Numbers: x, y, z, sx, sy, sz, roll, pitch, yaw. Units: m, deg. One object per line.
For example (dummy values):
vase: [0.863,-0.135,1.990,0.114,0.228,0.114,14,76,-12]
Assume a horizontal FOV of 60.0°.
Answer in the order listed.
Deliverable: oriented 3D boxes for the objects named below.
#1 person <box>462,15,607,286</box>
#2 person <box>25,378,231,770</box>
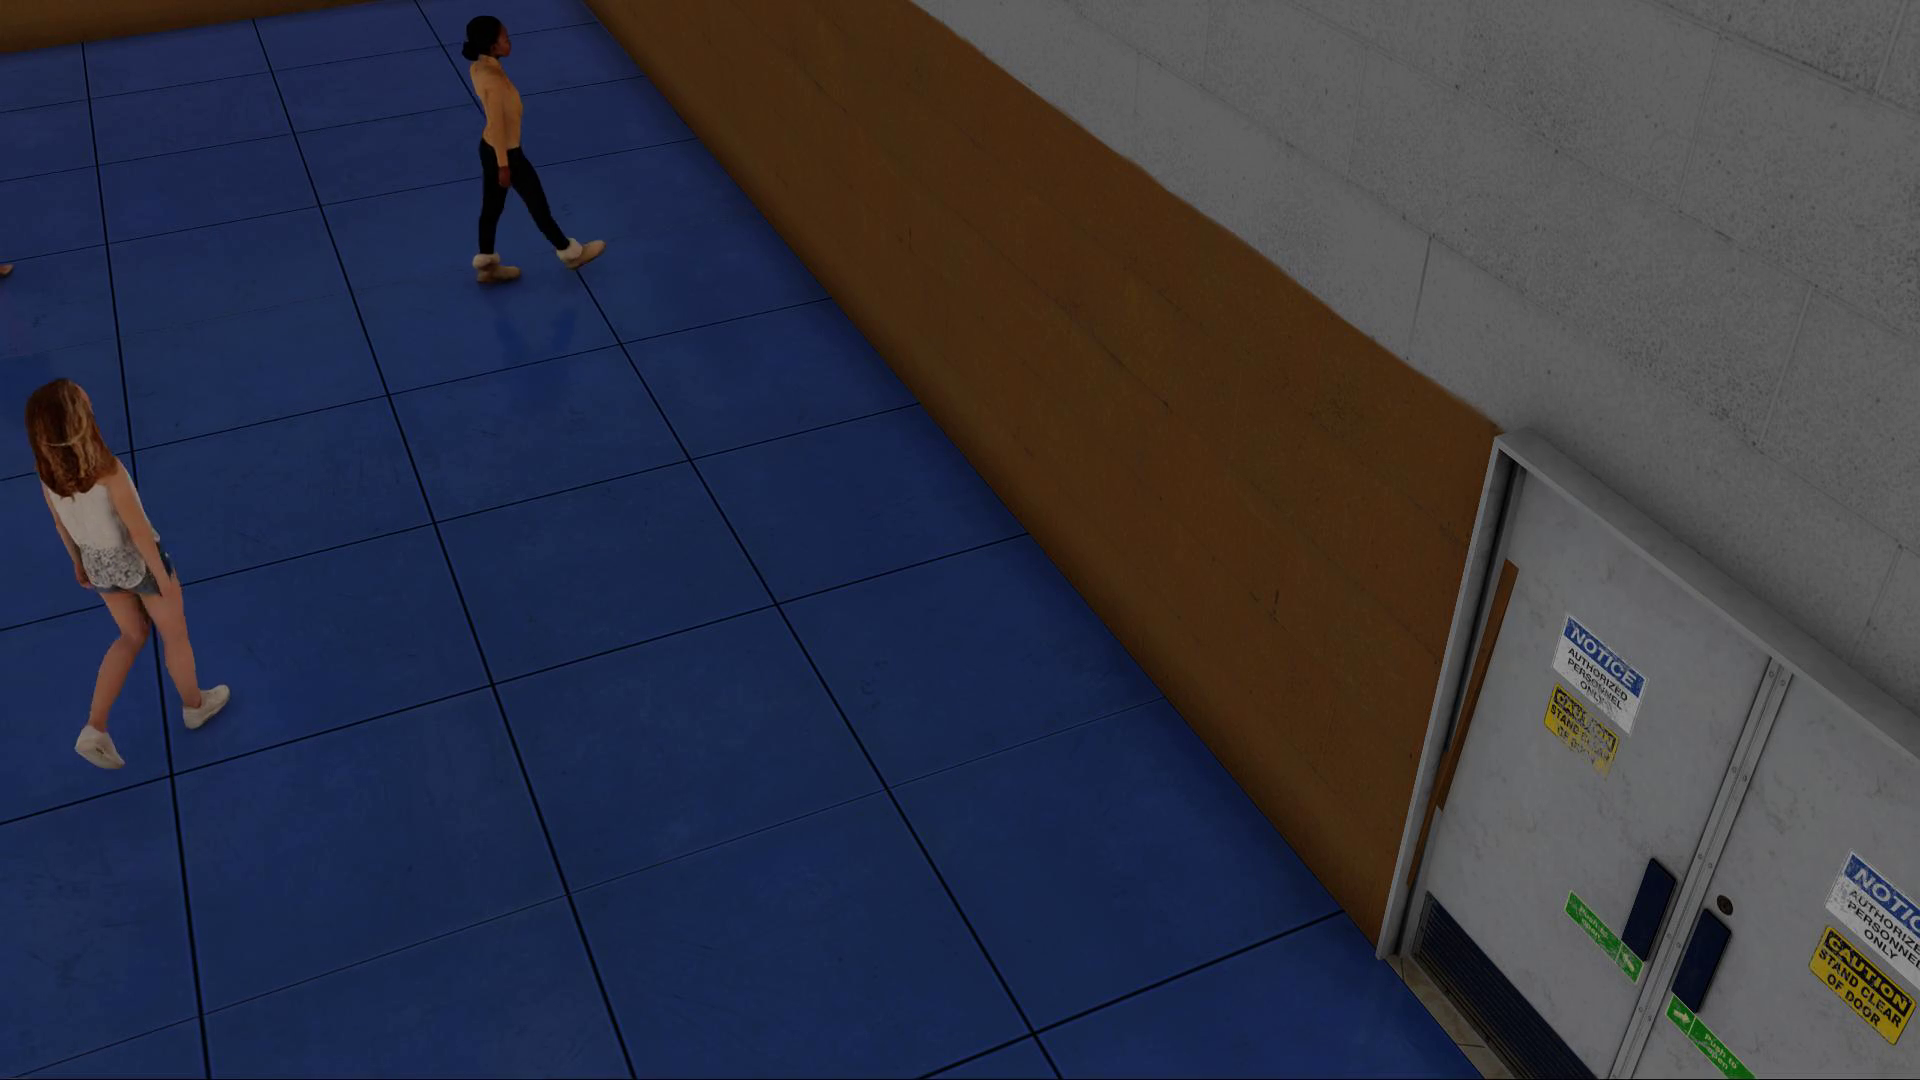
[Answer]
person: [-2.797,-2.262,9.876,1.041,1.631,0.658,-18,40,-22]
person: [-3.336,0.182,6.528,0.960,1.742,1.008,12,38,15]
